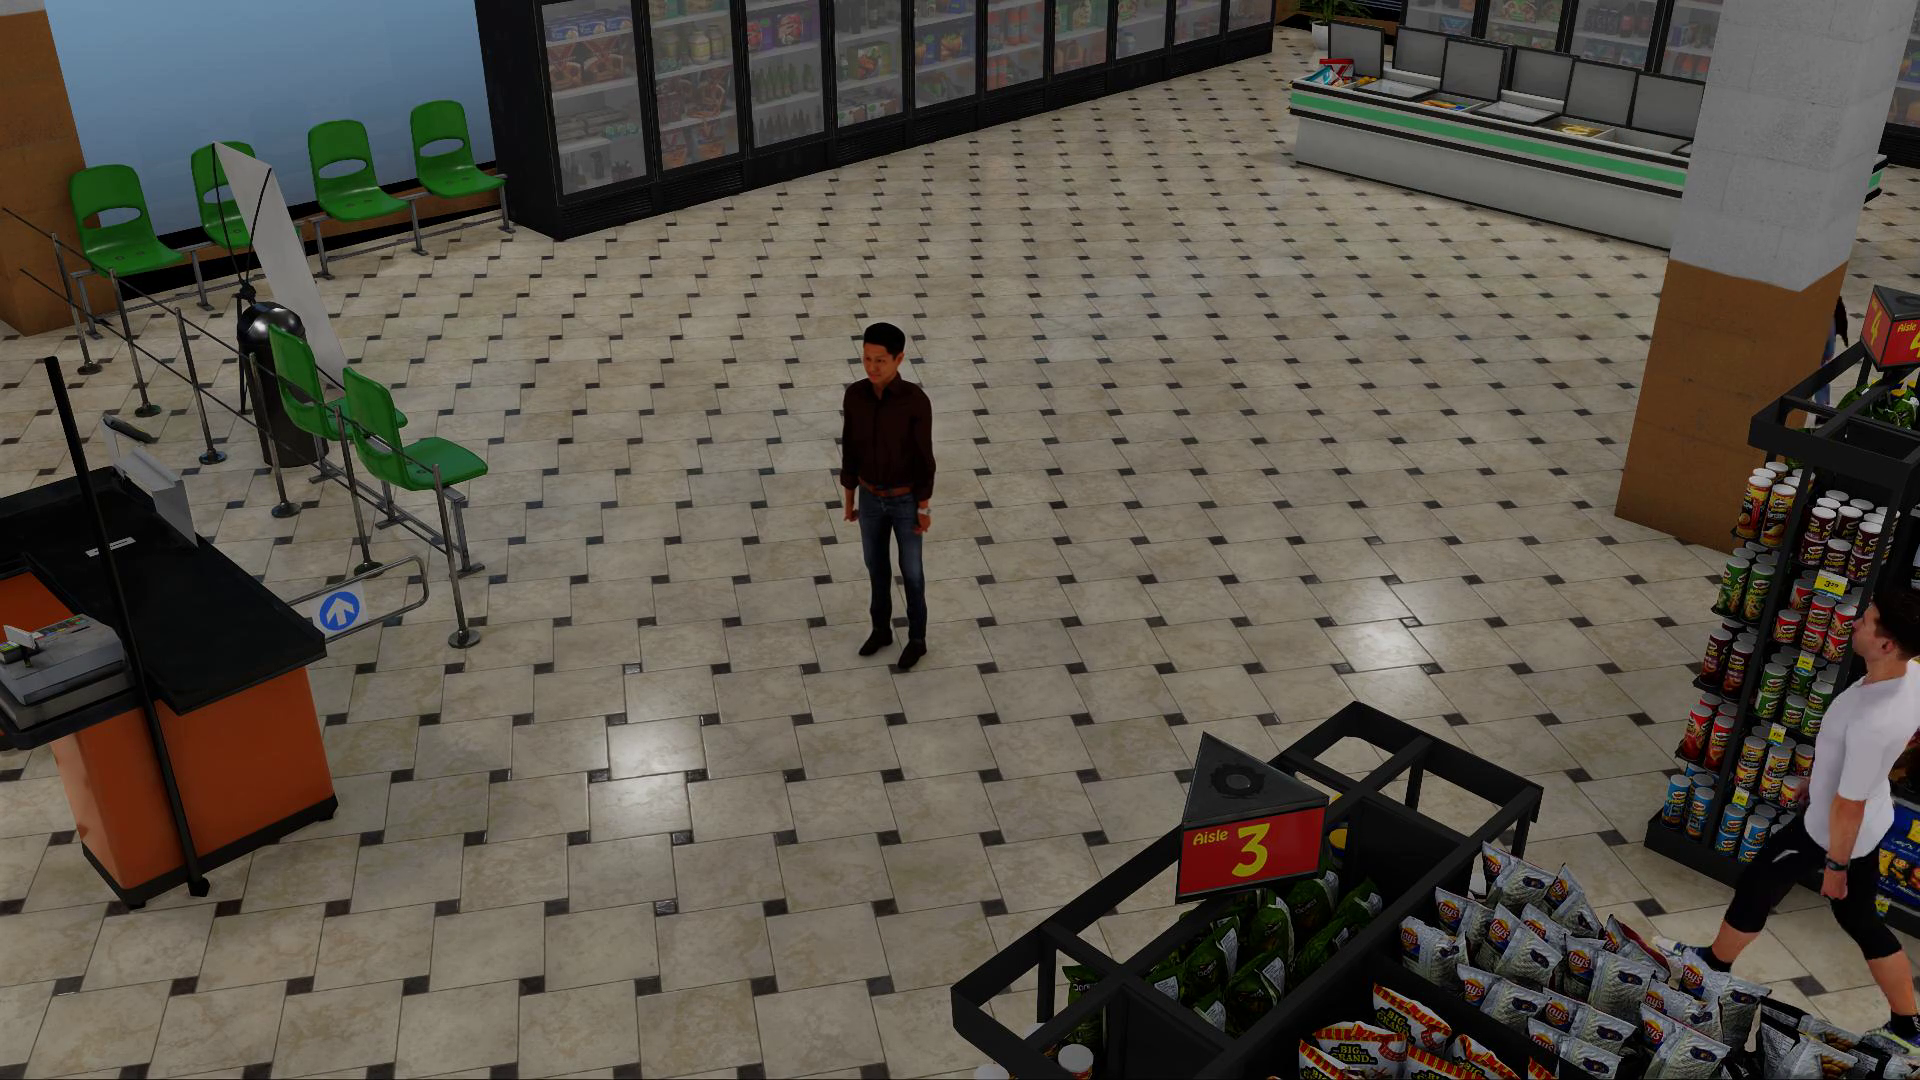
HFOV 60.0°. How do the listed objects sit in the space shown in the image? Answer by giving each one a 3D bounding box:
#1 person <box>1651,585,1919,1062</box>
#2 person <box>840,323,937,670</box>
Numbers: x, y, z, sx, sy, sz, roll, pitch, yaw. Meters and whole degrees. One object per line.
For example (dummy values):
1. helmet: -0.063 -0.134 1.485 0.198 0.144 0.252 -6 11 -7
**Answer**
1. person: 3.116 1.007 5.695 0.675 1.823 1.212 -24 37 -37
2. person: -0.323 -0.212 7.975 0.607 1.778 0.761 10 30 18
